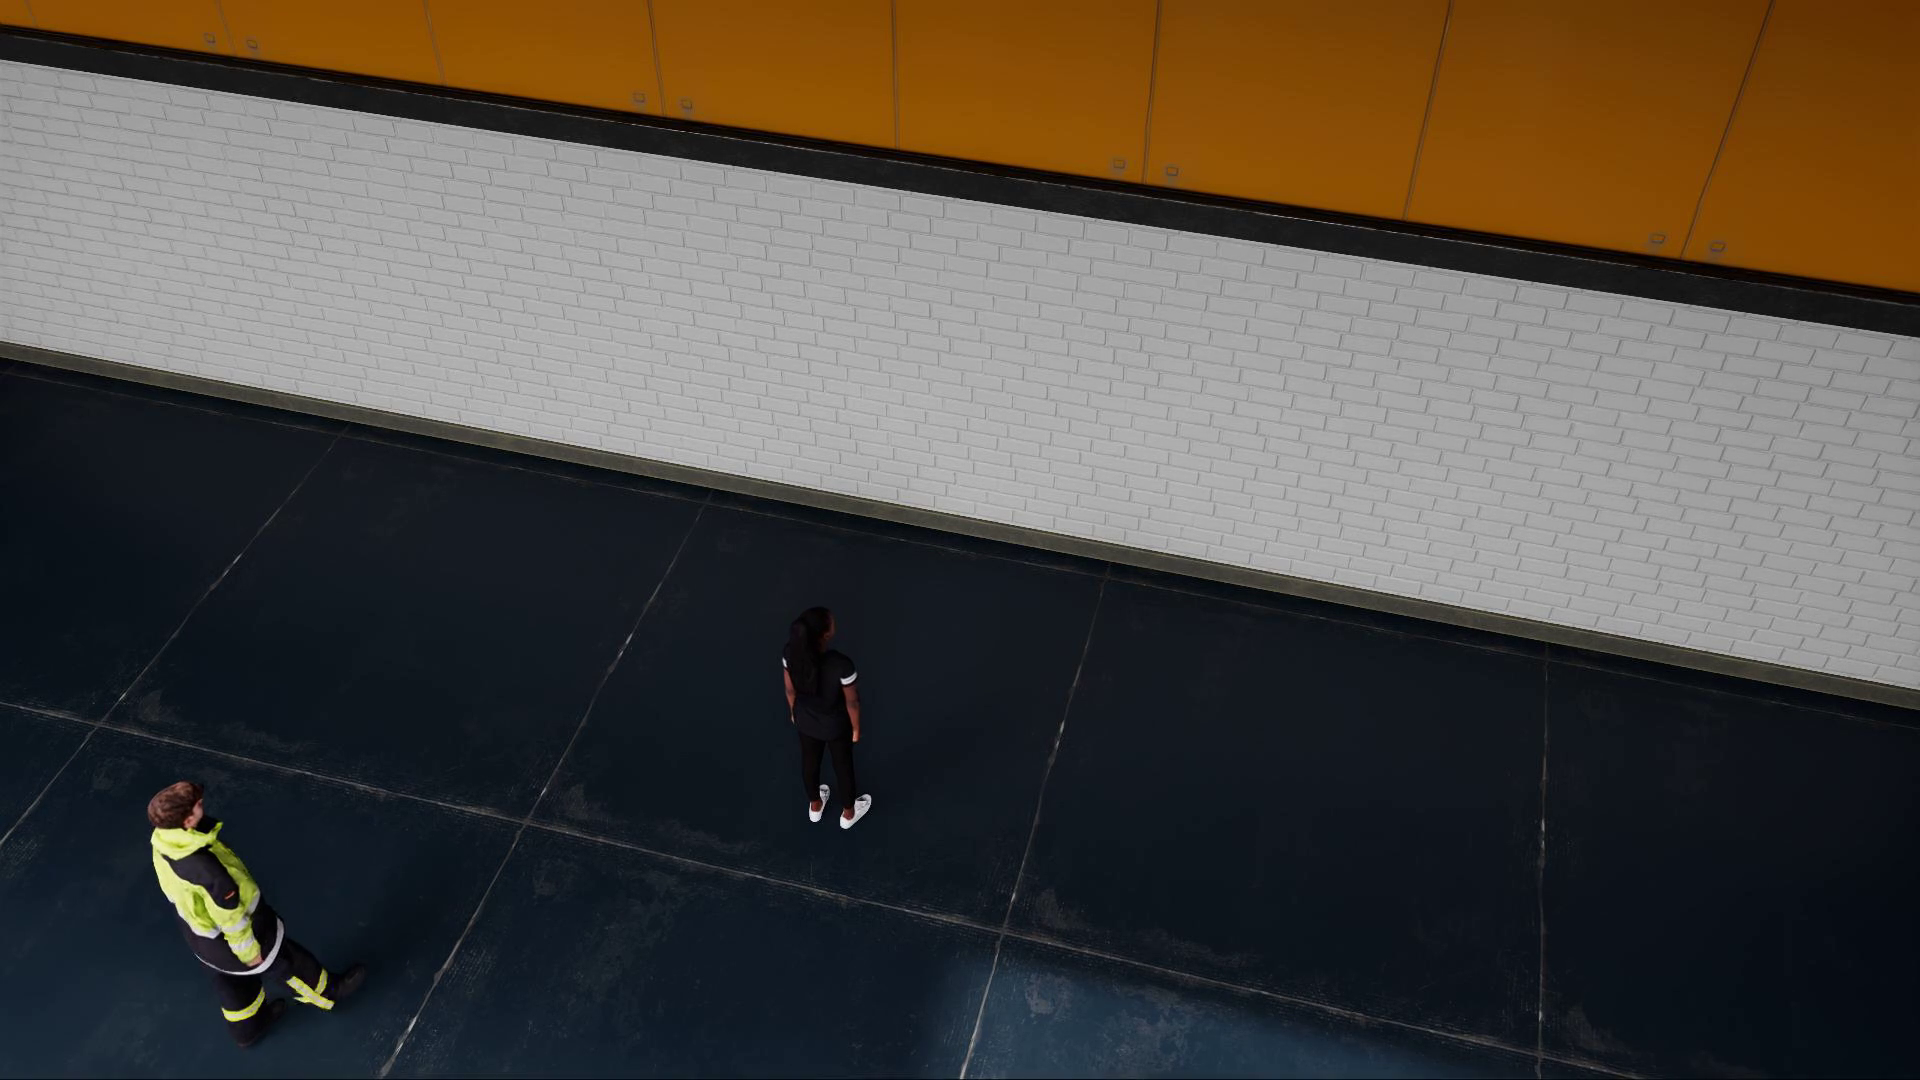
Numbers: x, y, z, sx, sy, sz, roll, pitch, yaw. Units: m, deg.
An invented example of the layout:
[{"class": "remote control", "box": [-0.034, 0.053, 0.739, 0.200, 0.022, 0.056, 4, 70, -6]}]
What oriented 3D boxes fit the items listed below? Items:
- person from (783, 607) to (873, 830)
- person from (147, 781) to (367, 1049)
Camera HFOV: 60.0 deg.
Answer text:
[{"class": "person", "box": [-0.783, 1.032, 9.612, 0.621, 1.737, 0.583, 15, 46, 15]}, {"class": "person", "box": [-3.801, 1.983, 8.454, 1.011, 1.957, 1.113, 30, 51, 28]}]
